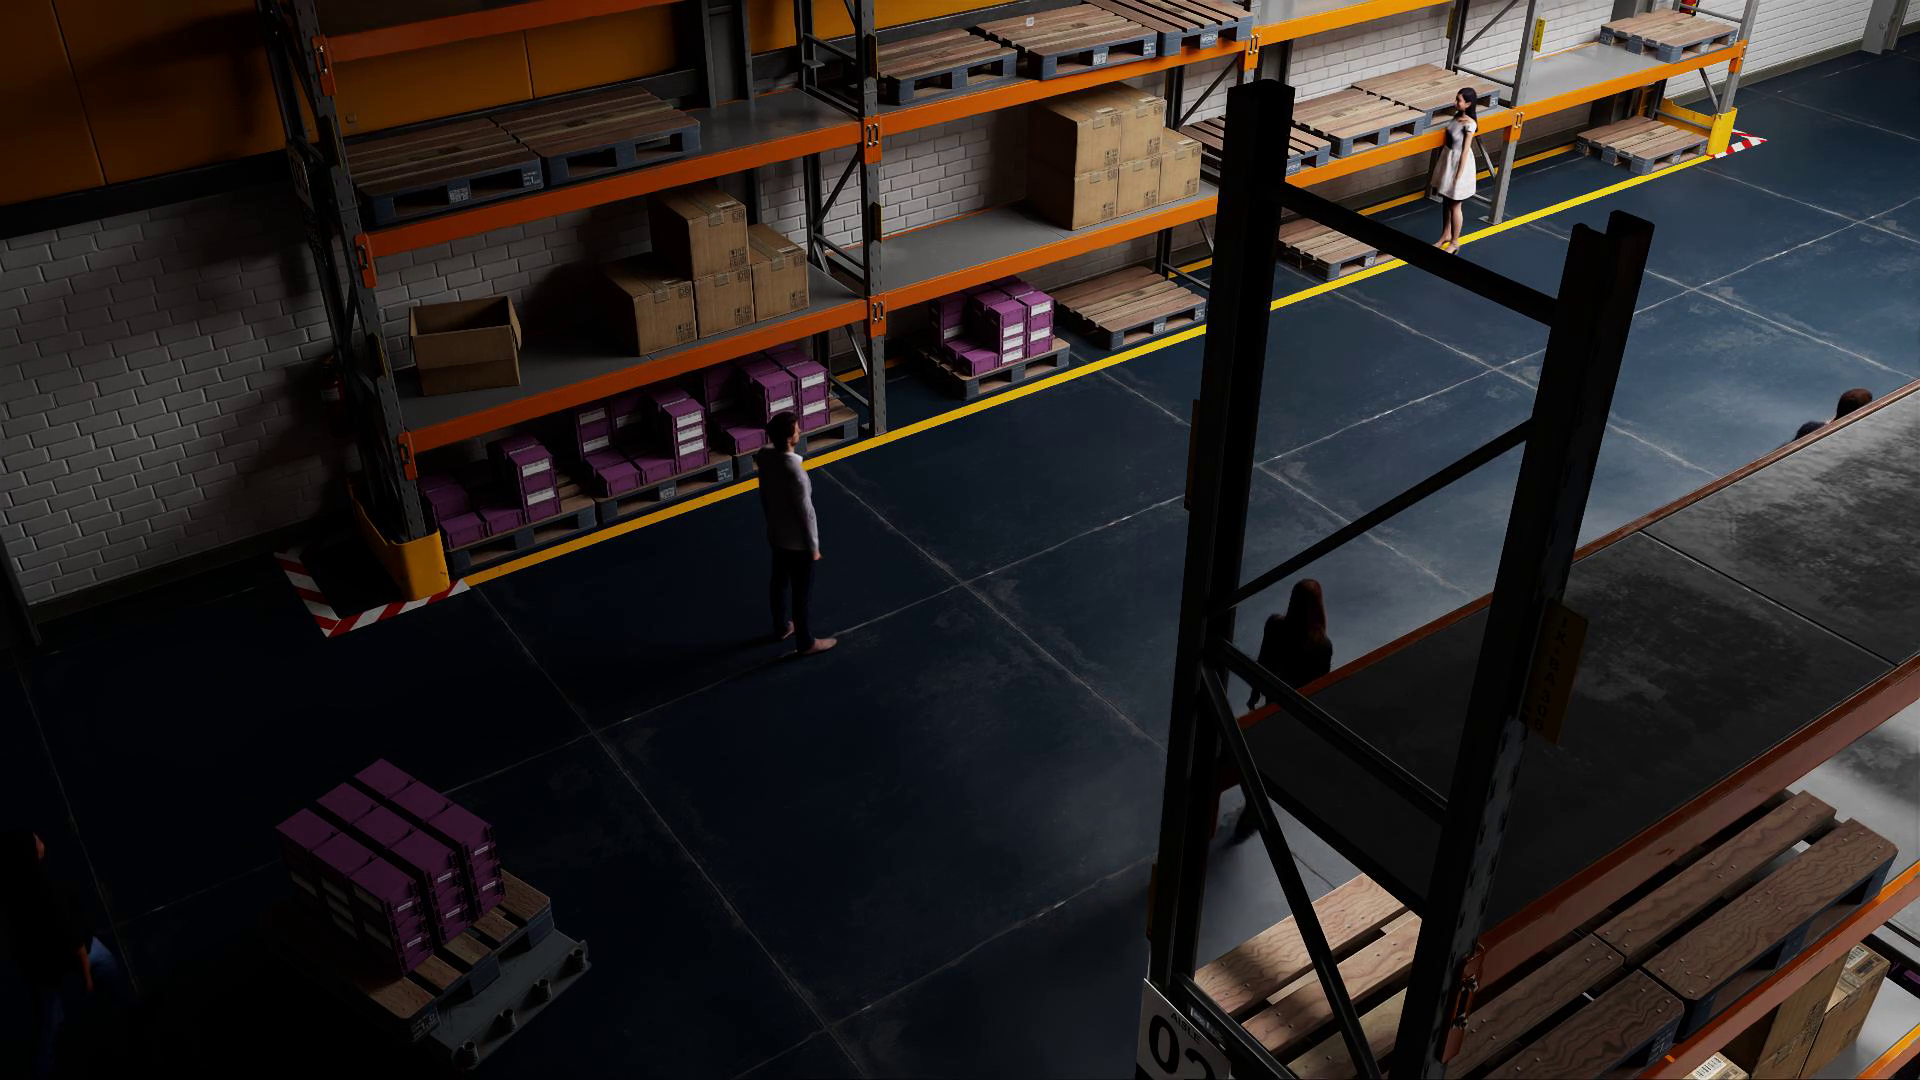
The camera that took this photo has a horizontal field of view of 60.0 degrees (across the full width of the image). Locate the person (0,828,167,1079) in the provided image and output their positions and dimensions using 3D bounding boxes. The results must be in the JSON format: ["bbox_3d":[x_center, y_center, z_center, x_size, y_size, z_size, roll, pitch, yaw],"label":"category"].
[{"bbox_3d":[-4.512,2.154,8.228,1.101,1.655,1.089,3,34,4],"label":"person"}]

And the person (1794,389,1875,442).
[{"bbox_3d":[5.892,-0.183,11.609,1.093,1.805,0.726,-26,41,-33],"label":"person"}]

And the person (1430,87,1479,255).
[{"bbox_3d":[5.073,-3.768,17.035,0.795,1.769,0.774,-3,34,-5],"label":"person"}]

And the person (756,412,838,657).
[{"bbox_3d":[-1.162,-0.050,11.365,0.605,1.853,0.696,-26,42,-33],"label":"person"}]

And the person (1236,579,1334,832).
[{"bbox_3d":[1.911,1.023,9.920,0.776,1.665,1.196,29,43,36],"label":"person"}]
